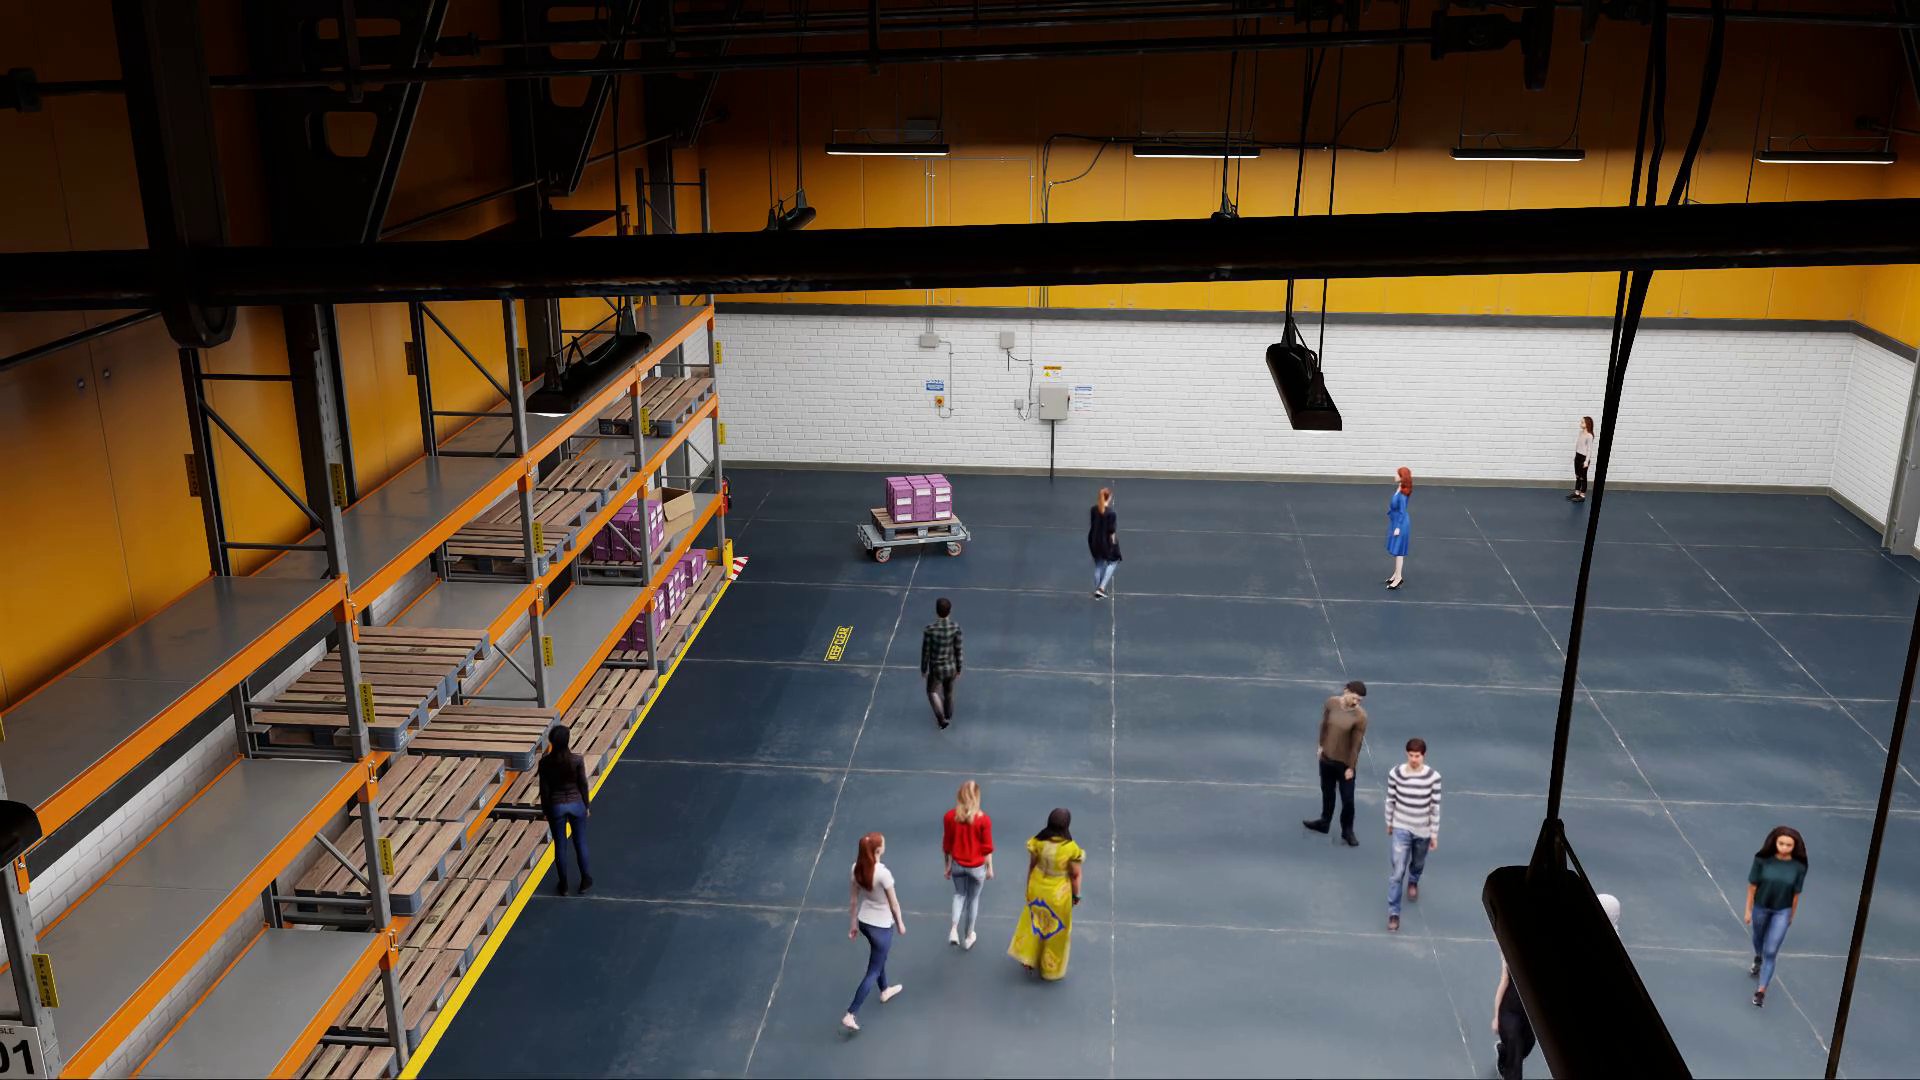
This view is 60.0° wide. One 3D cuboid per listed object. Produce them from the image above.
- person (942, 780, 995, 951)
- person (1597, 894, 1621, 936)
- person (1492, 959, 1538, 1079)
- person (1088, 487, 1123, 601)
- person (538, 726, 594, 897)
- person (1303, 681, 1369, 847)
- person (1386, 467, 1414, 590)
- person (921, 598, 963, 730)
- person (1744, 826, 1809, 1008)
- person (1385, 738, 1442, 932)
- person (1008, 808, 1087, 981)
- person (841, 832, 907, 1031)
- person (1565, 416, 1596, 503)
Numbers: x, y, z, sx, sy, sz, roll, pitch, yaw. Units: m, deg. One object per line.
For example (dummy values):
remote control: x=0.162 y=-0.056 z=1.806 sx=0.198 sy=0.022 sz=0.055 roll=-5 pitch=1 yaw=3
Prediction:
person: x=0.051 y=2.995 z=15.057 sx=0.721 sy=1.692 sz=0.803 roll=6 pitch=20 yaw=18
person: x=5.008 y=3.596 z=13.141 sx=0.681 sy=1.775 sz=0.470 roll=3 pitch=19 yaw=8
person: x=4.368 y=3.673 z=13.008 sx=0.642 sy=1.714 sz=1.109 roll=1 pitch=19 yaw=2
person: x=1.992 y=0.078 z=23.747 sx=0.784 sy=1.674 sz=0.846 roll=15 pitch=24 yaw=37
person: x=-3.815 y=2.609 z=16.100 sx=0.661 sy=1.757 sz=0.616 roll=-3 pitch=19 yaw=-9
person: x=3.866 y=2.218 z=17.115 sx=0.922 sy=1.851 sz=0.870 roll=-9 pitch=21 yaw=-26
person: x=6.418 y=-0.180 z=24.269 sx=0.706 sy=1.829 sz=0.555 roll=5 pitch=19 yaw=14
person: x=-0.191 y=1.535 z=19.886 sx=0.848 sy=1.702 sz=0.910 roll=-5 pitch=19 yaw=-15
person: x=7.111 y=3.216 z=14.595 sx=0.931 sy=1.569 sz=1.206 roll=11 pitch=21 yaw=29
person: x=4.297 y=2.702 z=15.748 sx=0.781 sy=1.806 sz=1.249 roll=5 pitch=19 yaw=14
person: x=0.786 y=3.170 z=14.626 sx=0.970 sy=1.636 sz=0.974 roll=7 pitch=20 yaw=20
person: x=-0.777 y=3.324 z=14.057 sx=0.966 sy=1.707 sz=1.153 roll=14 pitch=23 yaw=36
person: x=10.646 y=-1.394 z=28.414 sx=0.655 sy=1.485 sz=0.513 roll=-4 pitch=19 yaw=-10
